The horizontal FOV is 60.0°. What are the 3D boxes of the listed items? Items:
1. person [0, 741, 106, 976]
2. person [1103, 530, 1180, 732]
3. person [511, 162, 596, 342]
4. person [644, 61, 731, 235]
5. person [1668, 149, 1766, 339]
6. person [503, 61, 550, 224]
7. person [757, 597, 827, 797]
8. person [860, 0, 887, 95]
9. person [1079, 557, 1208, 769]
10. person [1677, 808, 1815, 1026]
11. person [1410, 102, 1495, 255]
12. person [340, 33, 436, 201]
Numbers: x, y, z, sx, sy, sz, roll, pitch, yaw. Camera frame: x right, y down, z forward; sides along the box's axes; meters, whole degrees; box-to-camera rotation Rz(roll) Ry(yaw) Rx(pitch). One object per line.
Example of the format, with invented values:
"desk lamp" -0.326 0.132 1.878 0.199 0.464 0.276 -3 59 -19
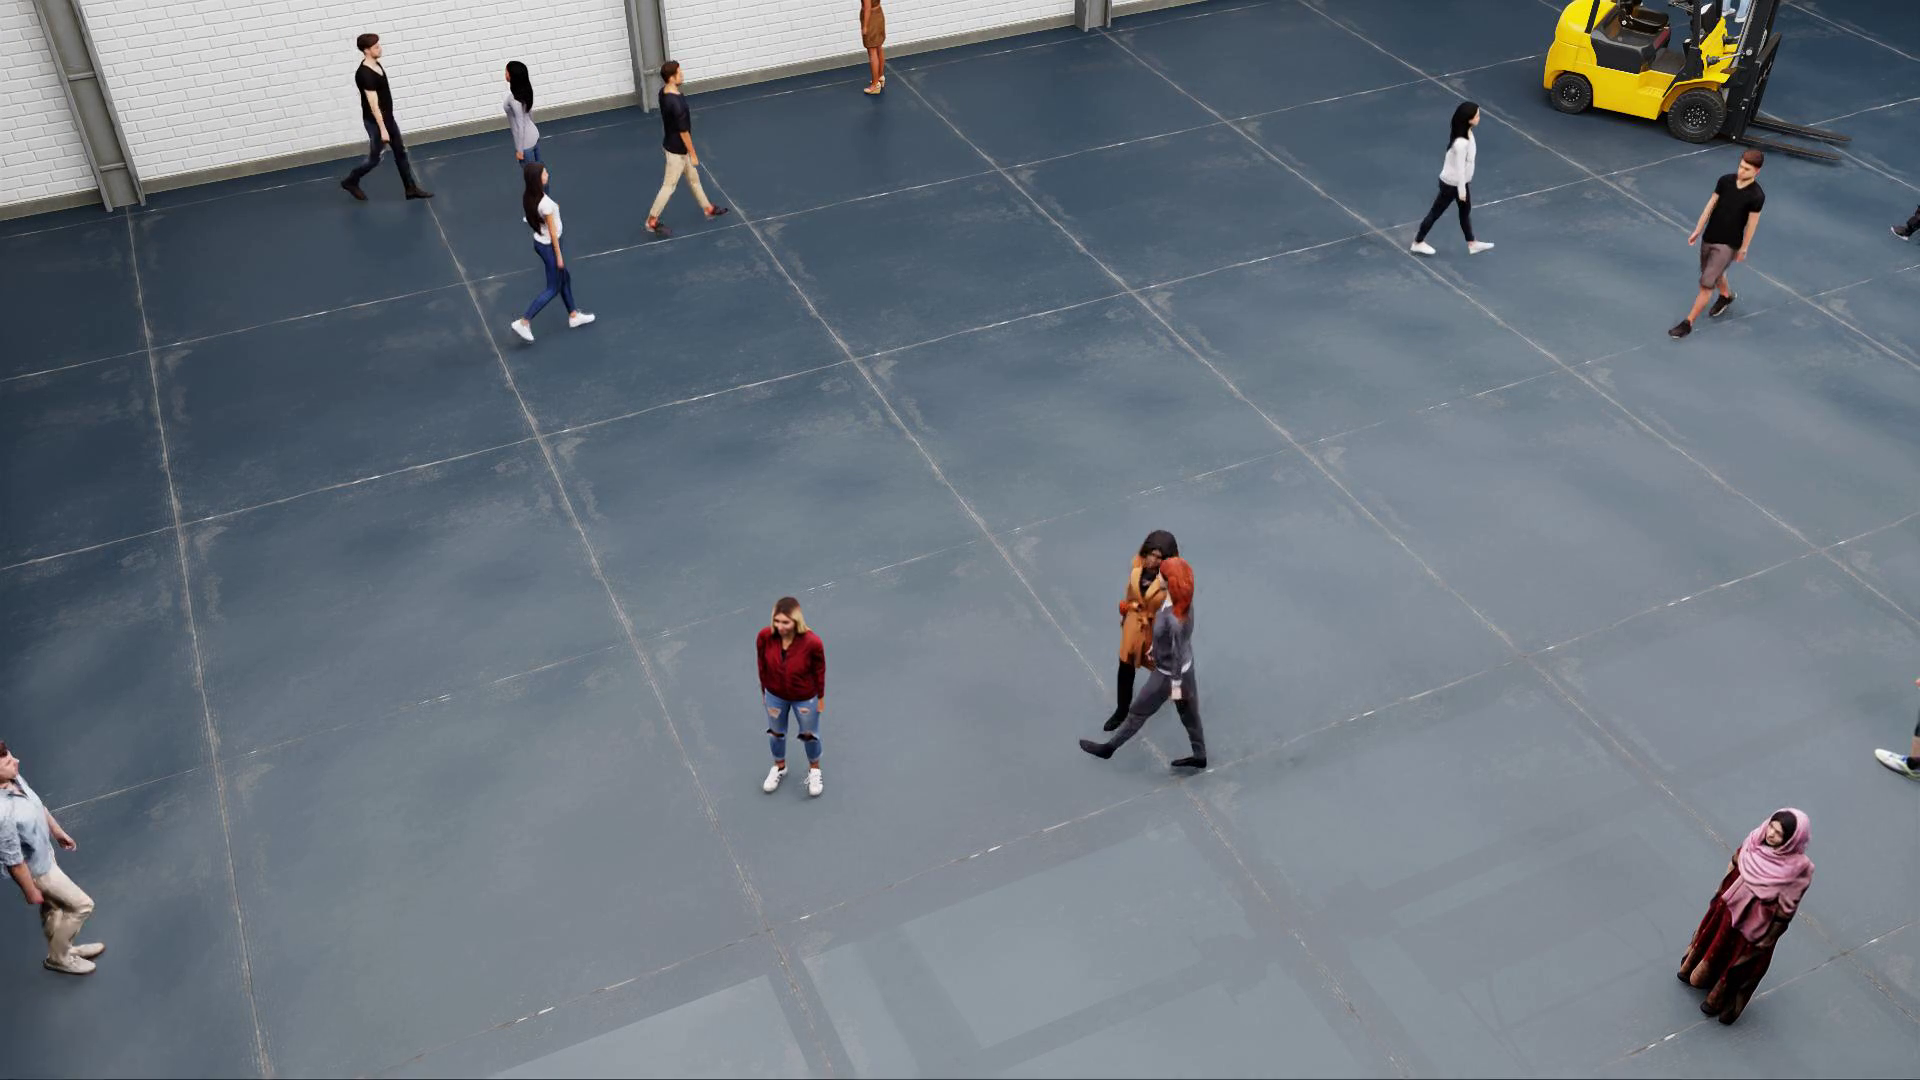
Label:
"person" -5.498 1.901 9.698 0.611 1.832 0.643 -17 42 -20
"person" 1.366 0.589 11.439 1.139 1.709 0.949 -28 46 -30
"person" -3.904 -2.651 15.465 1.105 1.749 0.714 -23 44 -26
"person" -2.994 -3.985 17.084 1.181 1.813 0.696 -14 41 -17
"person" 7.215 -2.824 15.609 1.152 1.840 0.649 -16 41 -19
"person" -4.508 -4.169 17.375 0.688 1.736 0.686 2 39 3
"person" -1.106 1.013 10.969 0.651 1.634 0.746 7 39 8
"person" -1.049 -6.199 19.955 0.688 1.690 0.633 11 40 14
"person" 1.500 0.879 11.059 1.191 1.732 1.022 4 39 5
"person" 4.562 2.120 9.579 0.657 1.638 0.700 -9 39 -11
"person" 4.872 -3.603 16.725 1.126 1.664 1.057 12 40 14
"person" -6.240 -4.423 17.592 1.283 1.862 0.982 -1 39 -1
